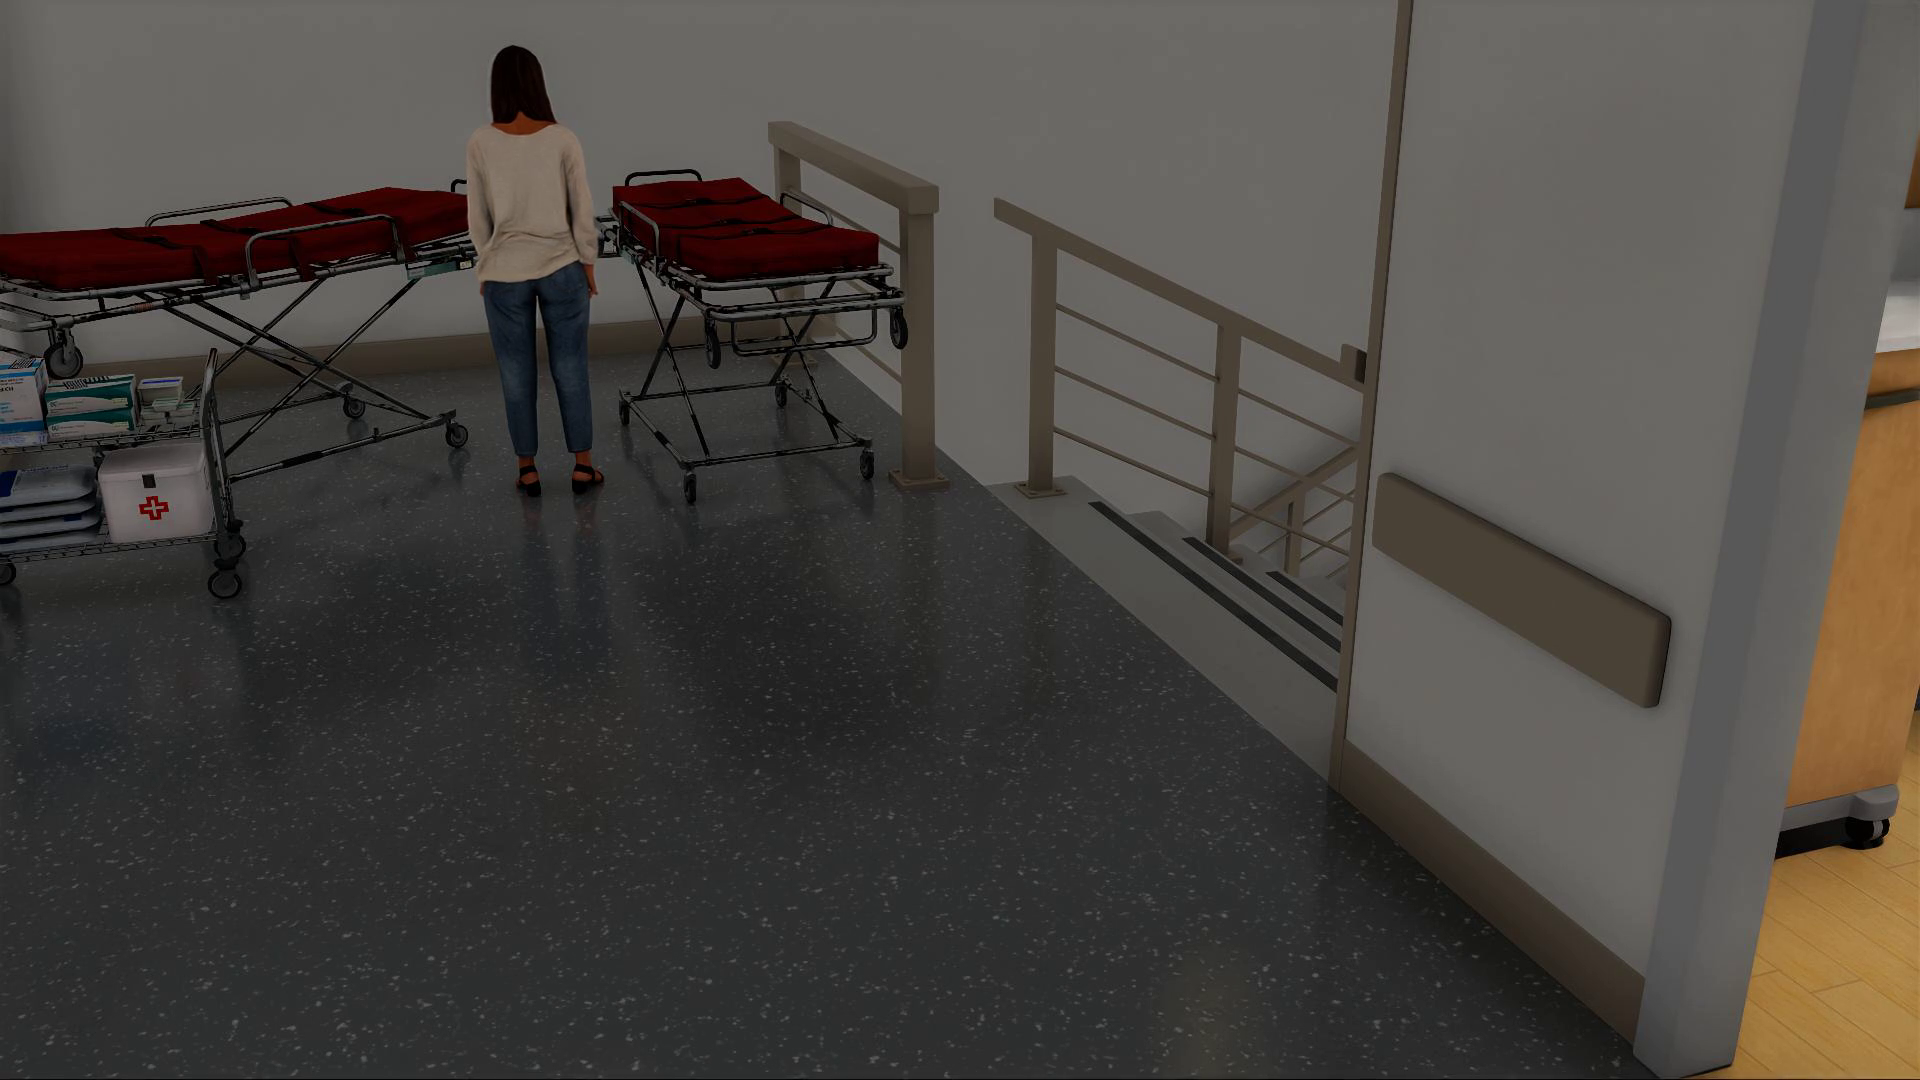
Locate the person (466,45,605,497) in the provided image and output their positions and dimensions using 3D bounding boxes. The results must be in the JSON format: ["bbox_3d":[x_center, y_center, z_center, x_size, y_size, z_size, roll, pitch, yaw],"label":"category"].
[{"bbox_3d":[-1.606,-0.994,6.269,0.670,1.682,0.617,-2,21,-6],"label":"person"}]
